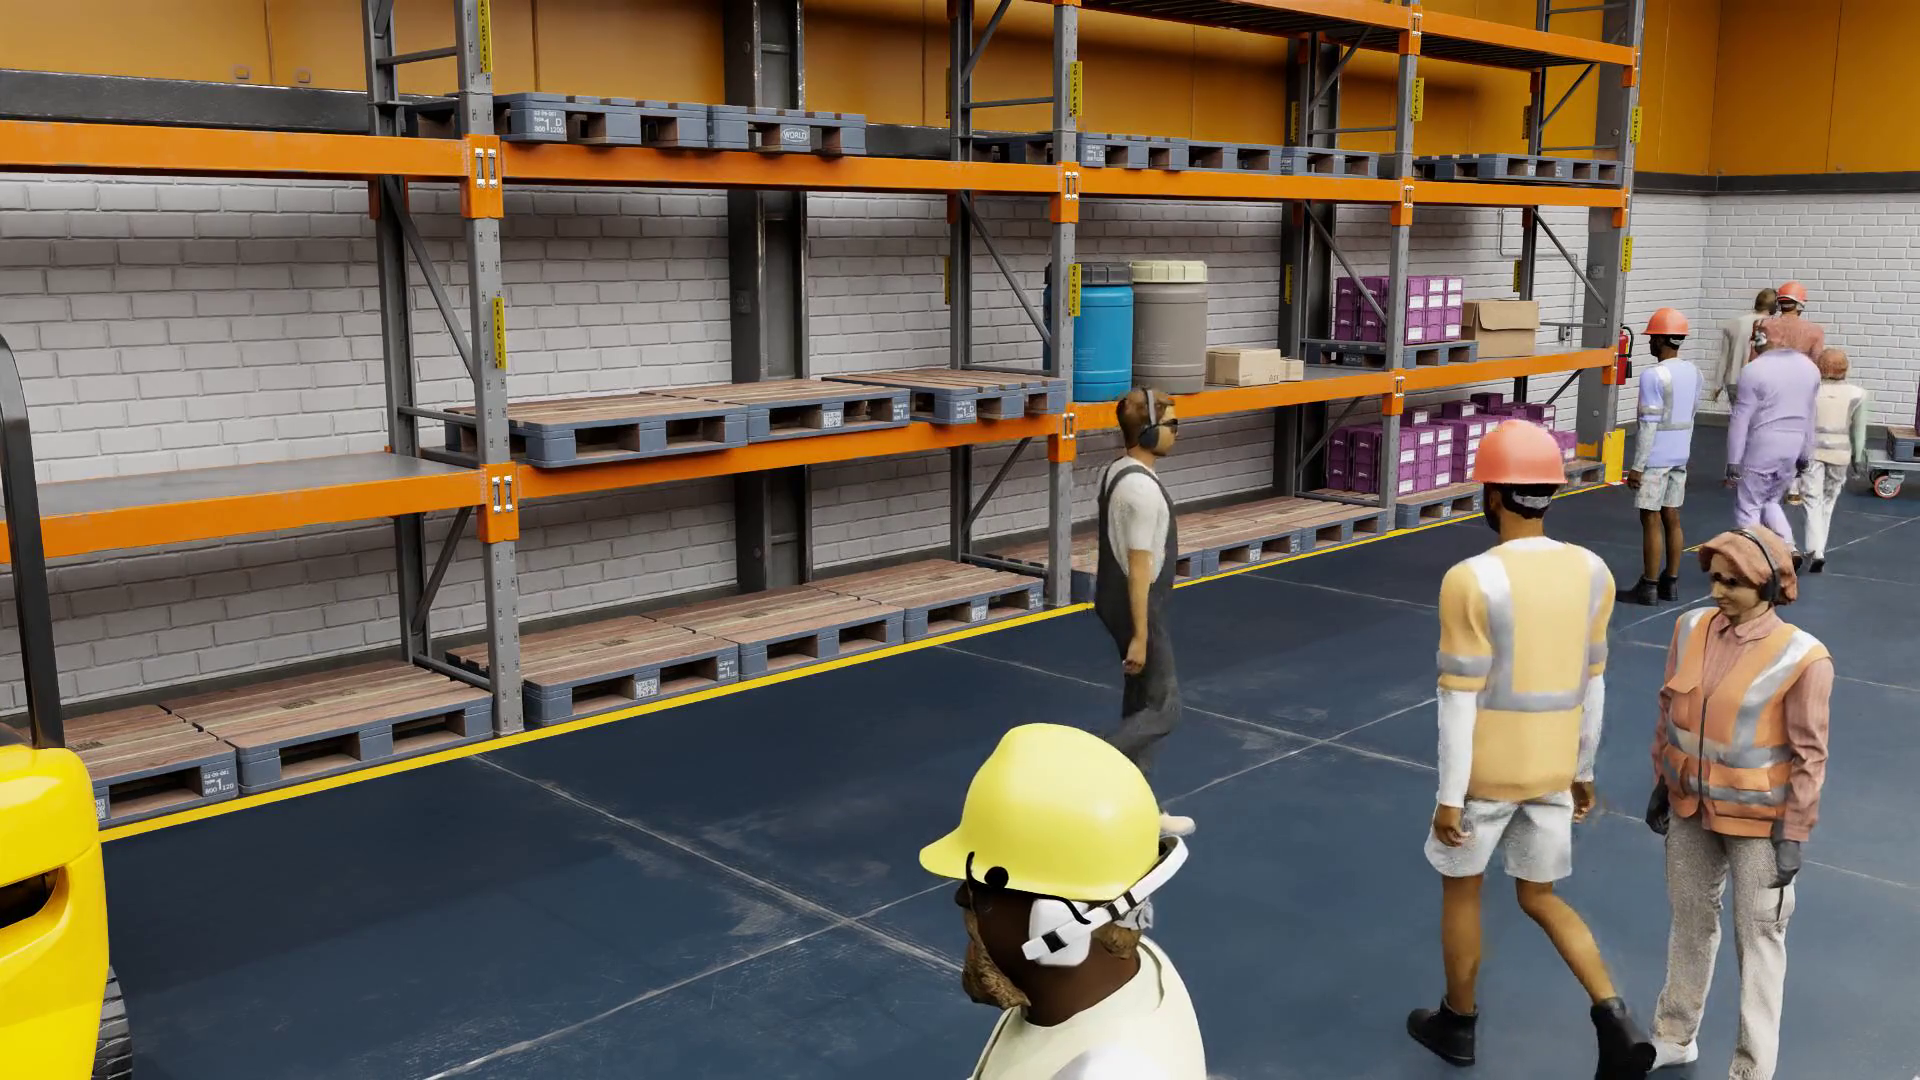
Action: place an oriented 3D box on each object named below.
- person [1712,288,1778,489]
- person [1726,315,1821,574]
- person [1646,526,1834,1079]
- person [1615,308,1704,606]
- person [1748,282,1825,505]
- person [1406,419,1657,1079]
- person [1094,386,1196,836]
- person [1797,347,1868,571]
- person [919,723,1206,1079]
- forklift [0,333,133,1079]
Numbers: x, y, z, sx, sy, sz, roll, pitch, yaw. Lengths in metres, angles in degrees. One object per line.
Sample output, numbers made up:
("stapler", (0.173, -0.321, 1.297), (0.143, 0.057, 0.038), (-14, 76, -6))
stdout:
("person", (7.555, -1.440, 15.865), (0.703, 1.901, 0.642), (-6, 12, -29))
("person", (5.496, -0.584, 11.310), (0.683, 1.866, 0.471), (-3, 11, -17))
("person", (2.113, 0.764, 4.573), (0.312, 1.639, 0.512), (-5, 11, -25))
("person", (4.555, -0.537, 10.855), (0.545, 1.938, 0.362), (-7, 13, -35))
("person", (7.388, -1.312, 14.928), (0.614, 1.990, 0.392), (6, 12, 28))
("person", (1.575, 0.633, 4.573), (0.548, 1.913, 0.784), (-4, 11, -19))
("person", (0.648, 0.310, 6.535), (0.555, 1.830, 0.514), (-2, 11, -9))
("person", (6.244, -0.585, 12.022), (0.524, 1.606, 0.829), (3, 11, 14))
("person", (0.120, 1.121, 2.097), (0.404, 1.833, 0.593), (1, 10, 3))
("forklift", (-3.289, 0.485, 4.582), (1.214, 2.155, 2.313), (-10, 14, -44))
